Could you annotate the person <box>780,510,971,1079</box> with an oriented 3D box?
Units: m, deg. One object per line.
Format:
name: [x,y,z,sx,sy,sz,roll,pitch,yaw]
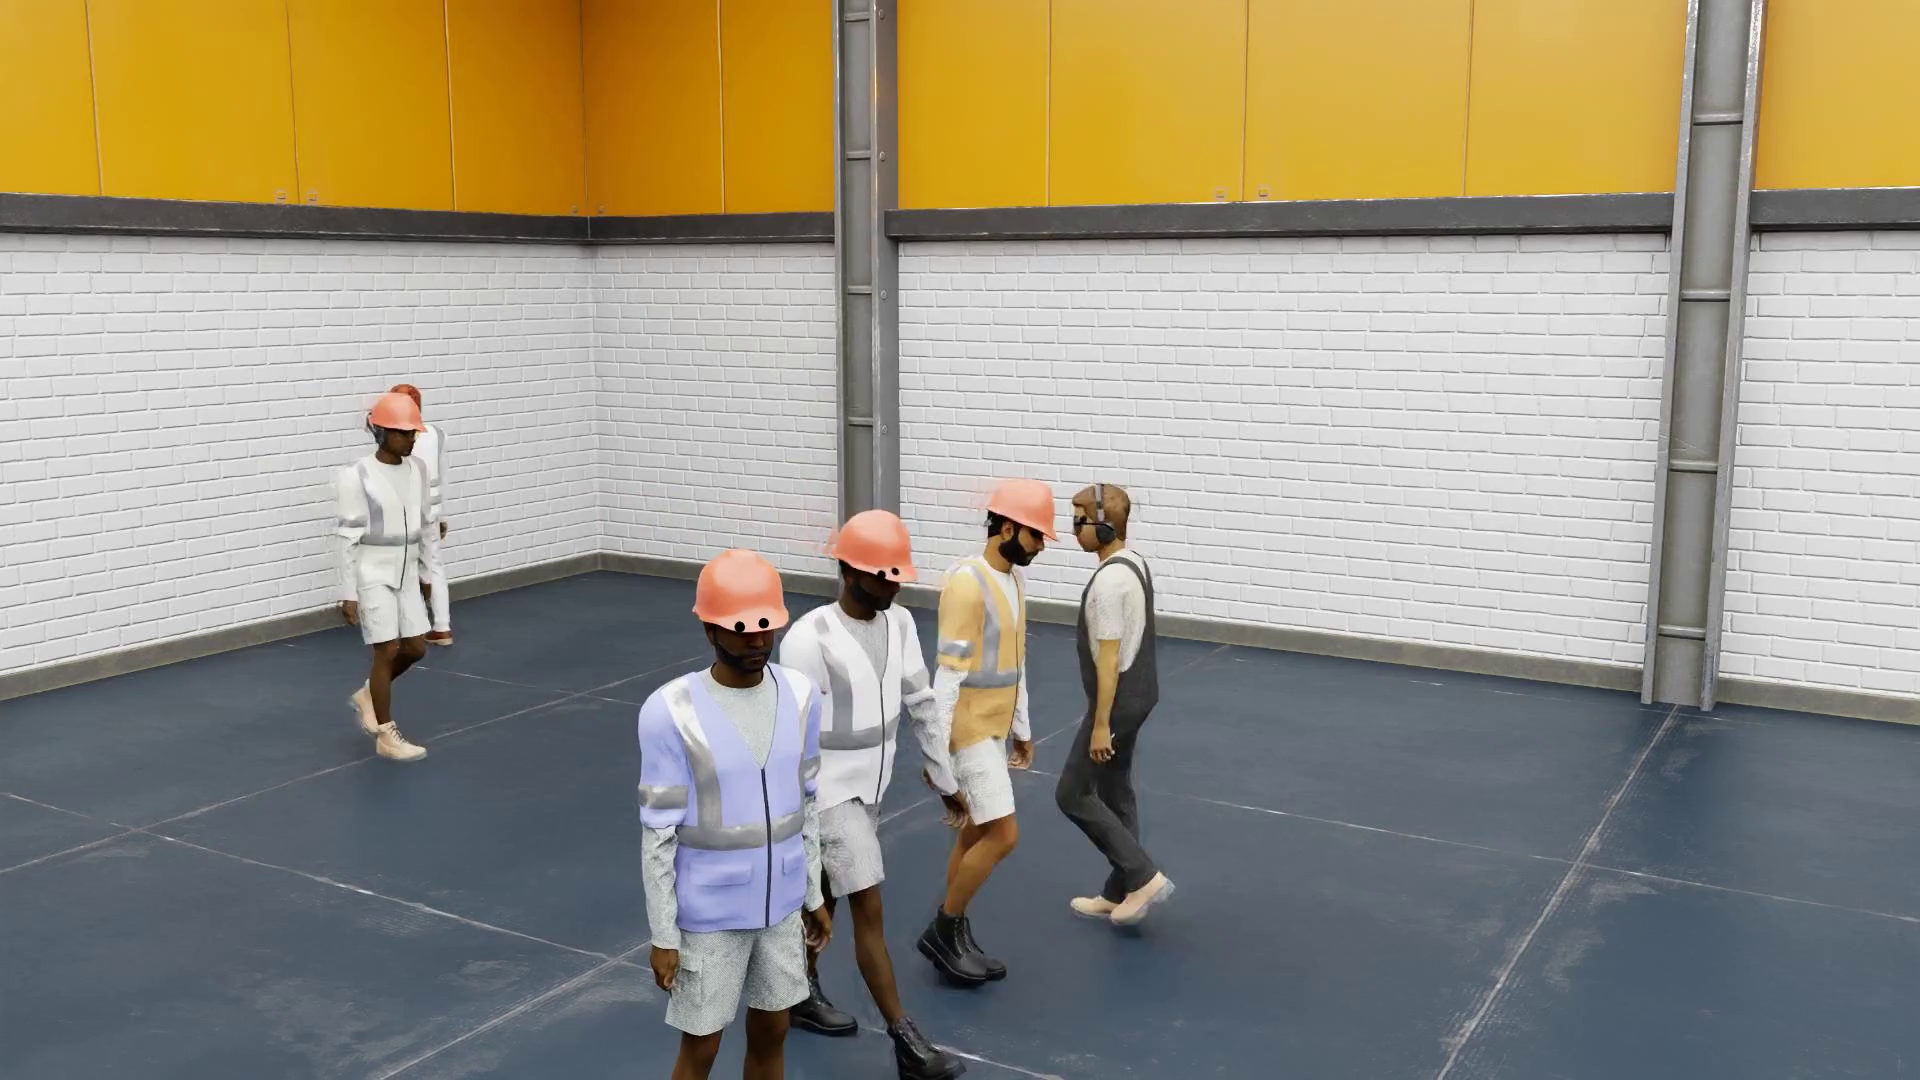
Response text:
person: [-0.279,0.832,5.509,0.968,1.876,0.577,7,11,36]

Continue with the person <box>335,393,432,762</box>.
person: [-3.146,0.197,9.071,0.643,2.017,0.660,5,10,28]

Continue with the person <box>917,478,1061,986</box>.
person: [0.103,0.720,6.182,0.489,1.893,0.634,4,10,22]

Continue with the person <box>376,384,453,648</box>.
person: [-3.835,-0.156,11.691,0.350,1.882,0.577,6,11,34]

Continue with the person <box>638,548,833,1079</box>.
person: [-0.576,0.975,4.461,0.552,1.935,0.374,-7,12,-38]

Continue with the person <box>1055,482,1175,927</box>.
person: [0.591,0.676,6.660,0.409,1.827,0.540,3,10,18]
